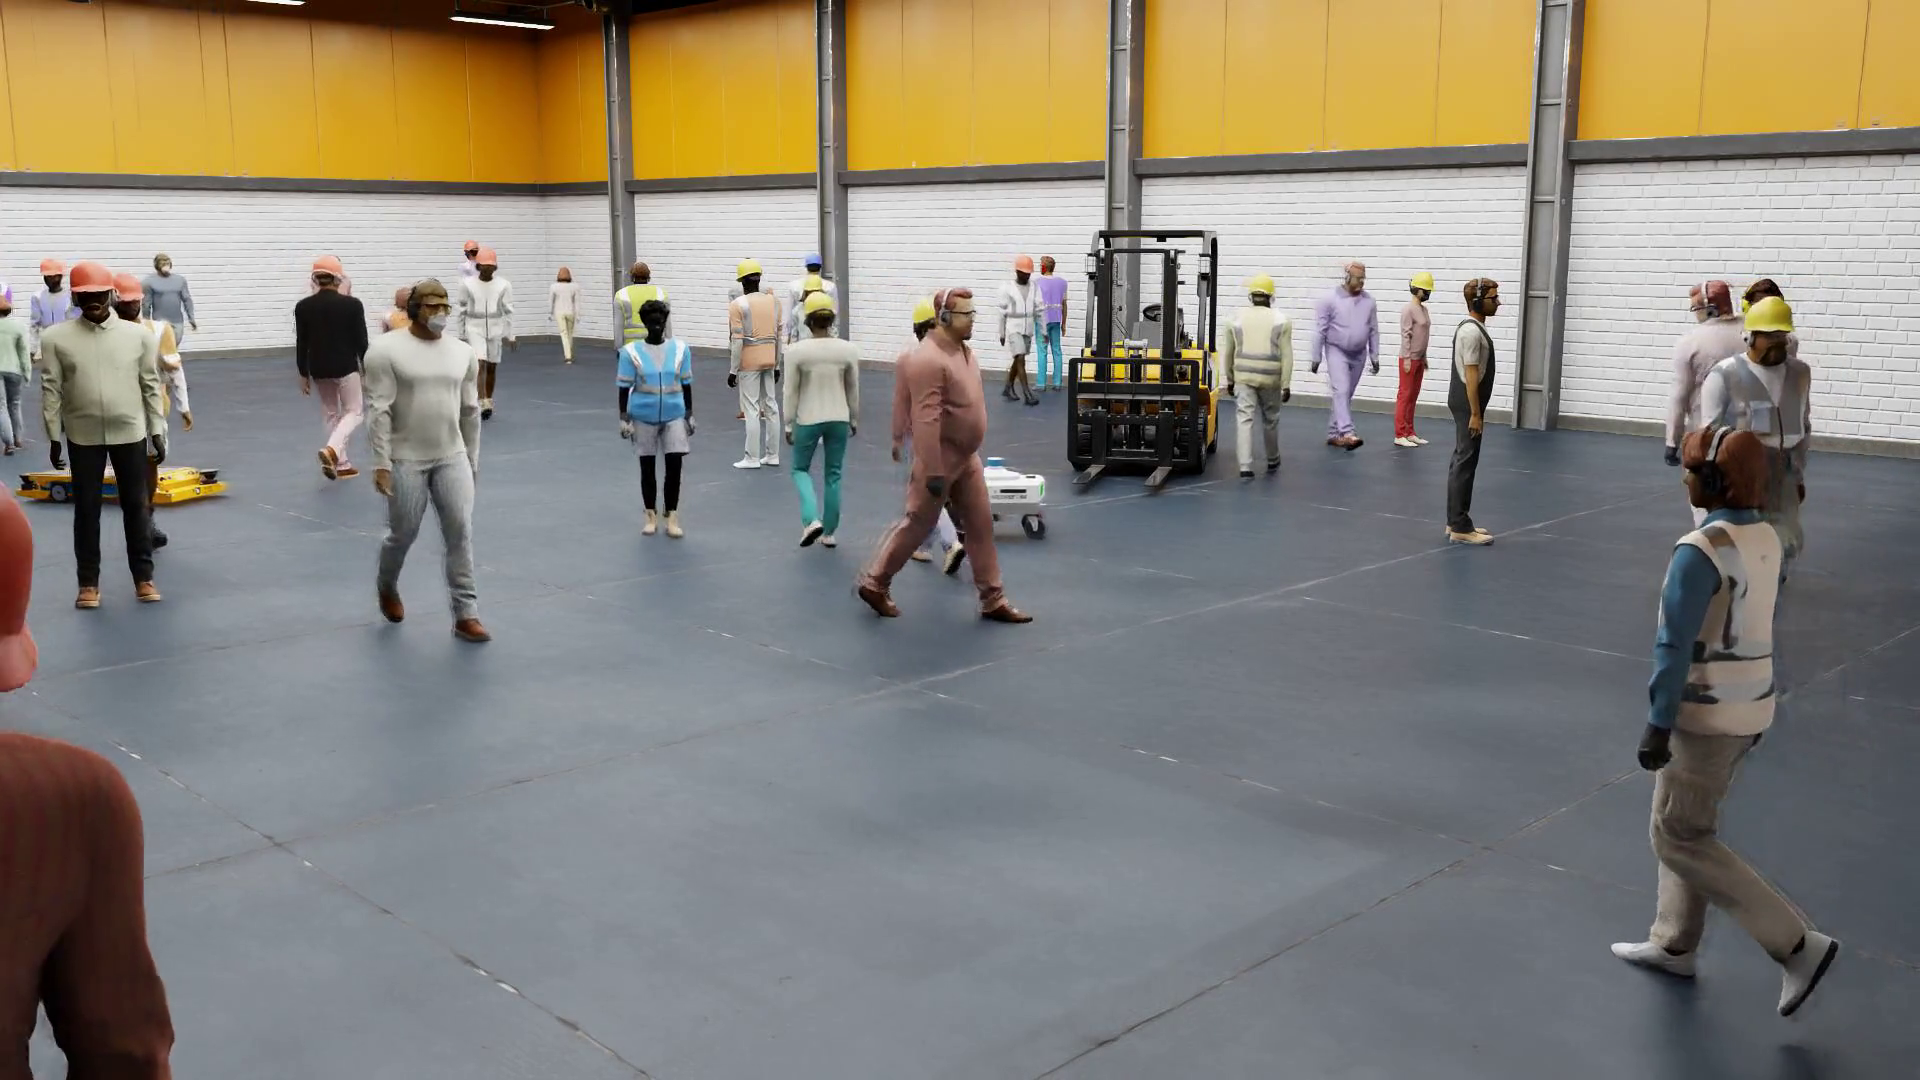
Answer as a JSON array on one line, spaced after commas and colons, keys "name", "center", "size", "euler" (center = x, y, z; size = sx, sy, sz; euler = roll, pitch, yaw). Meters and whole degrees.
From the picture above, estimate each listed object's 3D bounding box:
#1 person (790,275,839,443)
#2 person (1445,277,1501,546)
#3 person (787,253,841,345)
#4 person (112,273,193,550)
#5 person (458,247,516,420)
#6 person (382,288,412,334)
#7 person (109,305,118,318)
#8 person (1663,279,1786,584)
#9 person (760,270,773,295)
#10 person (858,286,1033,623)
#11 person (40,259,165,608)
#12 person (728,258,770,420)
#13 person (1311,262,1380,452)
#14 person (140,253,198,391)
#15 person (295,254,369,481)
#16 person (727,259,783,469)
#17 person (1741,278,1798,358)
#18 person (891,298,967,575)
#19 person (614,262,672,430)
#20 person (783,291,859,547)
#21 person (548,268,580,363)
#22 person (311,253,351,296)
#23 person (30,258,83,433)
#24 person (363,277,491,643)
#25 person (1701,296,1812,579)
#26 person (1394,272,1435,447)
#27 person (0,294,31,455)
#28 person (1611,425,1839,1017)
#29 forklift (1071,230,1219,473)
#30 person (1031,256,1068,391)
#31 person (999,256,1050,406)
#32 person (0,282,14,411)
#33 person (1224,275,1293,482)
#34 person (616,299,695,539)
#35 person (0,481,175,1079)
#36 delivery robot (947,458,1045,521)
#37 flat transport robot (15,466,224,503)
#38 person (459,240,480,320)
[{"name": "person", "center": [-1.493, -1.853, 17.082], "size": [0.505, 1.728, 0.352], "euler": [0, 10, 0]}, {"name": "person", "center": [3.563, -0.893, 11.549], "size": [0.346, 1.846, 0.505], "euler": [2, 11, 12]}, {"name": "person", "center": [-1.771, -2.534, 20.299], "size": [0.660, 1.909, 0.579], "euler": [1, 10, 8]}, {"name": "person", "center": [-5.664, -0.894, 11.479], "size": [0.557, 1.877, 1.034], "euler": [-9, 14, -40]}, {"name": "person", "center": [-5.453, -2.372, 19.235], "size": [0.630, 1.976, 1.102], "euler": [-5, 11, -23]}, {"name": "person", "center": [-5.752, -1.829, 17.345], "size": [0.529, 1.579, 0.871], "euler": [0, 10, 0]}, {"name": "person", "center": [-9.967, -2.233, 19.459], "size": [0.423, 1.625, 0.519], "euler": [0, 10, -1]}, {"name": "person", "center": [4.618, -0.624, 10.025], "size": [0.725, 1.870, 0.474], "euler": [0, 10, 0]}, {"name": "person", "center": [-2.927, -3.095, 23.974], "size": [0.529, 1.692, 0.321], "euler": [-3, 11, -14]}, {"name": "person", "center": [-0.120, -0.464, 9.166], "size": [0.972, 1.868, 0.658], "euler": [5, 11, 24]}, {"name": "person", "center": [-4.918, -0.607, 9.580], "size": [0.623, 1.992, 0.396], "euler": [-6, 12, -29]}, {"name": "person", "center": [-2.436, -2.321, 19.296], "size": [0.518, 1.862, 0.330], "euler": [-3, 11, -15]}, {"name": "person", "center": [3.901, -1.807, 16.499], "size": [0.666, 1.853, 0.963], "euler": [-4, 11, -20]}, {"name": "person", "center": [-10.973, -3.018, 23.038], "size": [1.005, 1.893, 0.632], "euler": [8, 13, 37]}, {"name": "person", "center": [-5.394, -1.462, 14.285], "size": [0.626, 1.977, 0.744], "euler": [1, 10, 7]}, {"name": "person", "center": [-1.884, -1.604, 15.228], "size": [0.380, 1.917, 0.586], "euler": [10, 14, 43]}, {"name": "person", "center": [4.877, -0.664, 10.230], "size": [0.516, 1.872, 0.327], "euler": [0, 10, -2]}, {"name": "person", "center": [-0.162, -0.662, 10.590], "size": [0.527, 1.740, 0.811], "euler": [-7, 12, -33]}, {"name": "person", "center": [-3.466, -2.113, 18.202], "size": [0.625, 1.846, 0.429], "euler": [-3, 11, -18]}, {"name": "person", "center": [-0.940, -0.801, 11.292], "size": [0.548, 1.758, 0.409], "euler": [-3, 11, -18]}, {"name": "person", "center": [-6.647, -3.767, 27.956], "size": [0.502, 1.575, 0.900], "euler": [-5, 12, -27]}, {"name": "person", "center": [-9.350, -3.324, 24.757], "size": [0.899, 1.873, 0.633], "euler": [10, 14, 44]}, {"name": "person", "center": [-9.851, -2.129, 18.202], "size": [0.564, 1.881, 1.039], "euler": [0, 10, -2]}, {"name": "person", "center": [-2.842, -0.433, 8.839], "size": [0.650, 1.917, 0.822], "euler": [-8, 13, -39]}, {"name": "person", "center": [4.104, -0.339, 8.585], "size": [0.625, 1.818, 0.427], "euler": [-1, 10, -6]}, {"name": "person", "center": [4.628, -1.828, 16.884], "size": [0.326, 1.760, 0.524], "euler": [8, 13, 36]}, {"name": "person", "center": [-9.384, -1.638, 16.315], "size": [0.490, 1.595, 0.822], "euler": [-10, 14, -43]}, {"name": "person", "center": [2.126, 0.500, 4.564], "size": [0.522, 1.617, 0.590], "euler": [-10, 14, -43]}, {"name": "forklift", "center": [1.804, -1.825, 15.677], "size": [1.214, 2.155, 2.313], "euler": [2, 11, 13]}, {"name": "person", "center": [1.214, -2.959, 22.799], "size": [0.570, 1.847, 0.377], "euler": [-5, 12, -26]}, {"name": "person", "center": [0.771, -2.664, 21.161], "size": [0.559, 1.884, 1.034], "euler": [-5, 11, -24]}, {"name": "person", "center": [-11.878, -2.544, 20.355], "size": [0.554, 1.921, 0.730], "euler": [-9, 13, -39]}, {"name": "person", "center": [2.629, -1.425, 14.603], "size": [0.621, 1.779, 0.916], "euler": [4, 11, 21]}, {"name": "person", "center": [-2.135, -0.849, 11.752], "size": [0.554, 1.681, 0.498], "euler": [-4, 11, -20]}, {"name": "person", "center": [-1.106, 0.868, 1.670], "size": [0.749, 1.941, 0.693], "euler": [9, 13, 39]}, {"name": "delivery robot", "center": [0.246, -0.342, 11.805], "size": [0.707, 0.478, 0.477], "euler": [0, 10, -2]}, {"name": "flat transport robot", "center": [-6.827, -0.466, 13.517], "size": [1.431, 0.197, 0.652], "euler": [2, 11, 12]}, {"name": "person", "center": [-8.382, -4.134, 28.680], "size": [0.376, 2.042, 0.615], "euler": [8, 13, 37]}]
